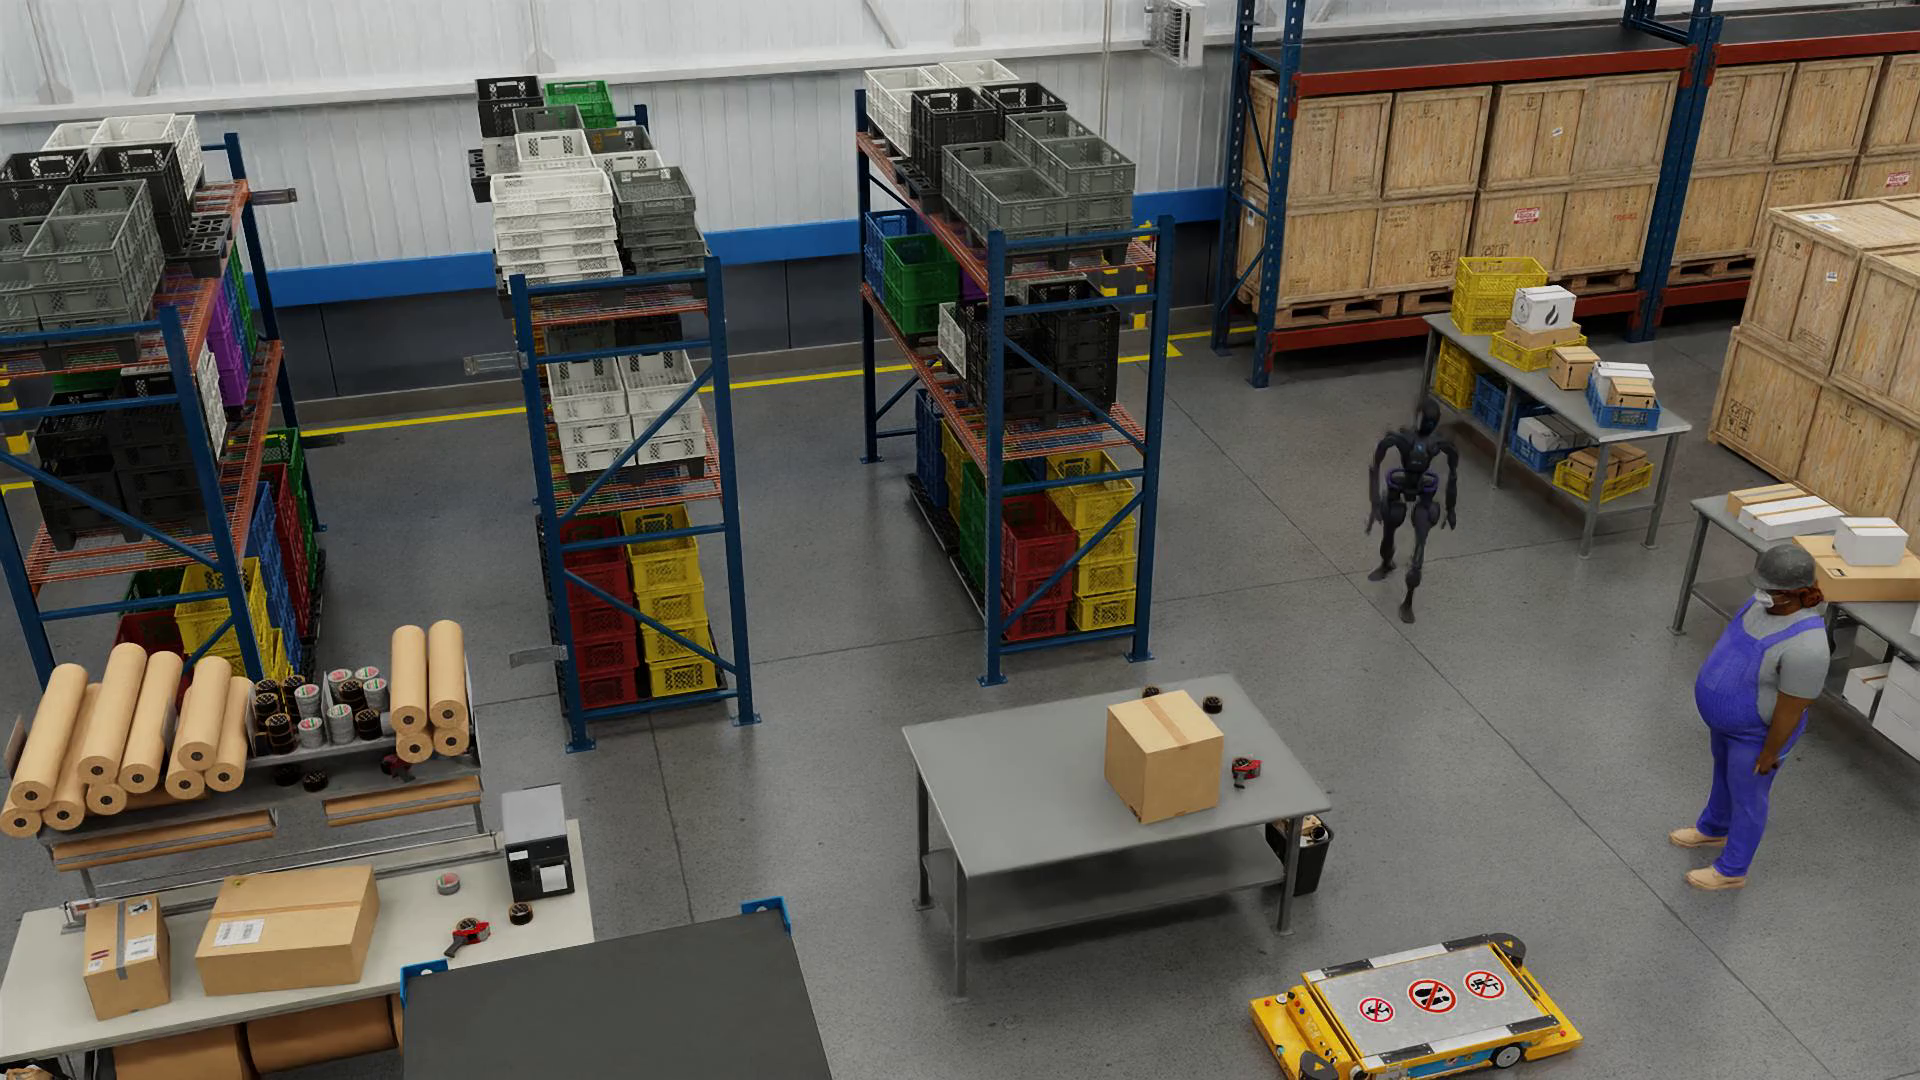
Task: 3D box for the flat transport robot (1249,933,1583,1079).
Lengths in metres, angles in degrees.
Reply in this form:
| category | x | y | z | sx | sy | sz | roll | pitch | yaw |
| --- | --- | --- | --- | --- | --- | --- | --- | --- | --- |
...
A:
| category | x | y | z | sx | sy | sz | roll | pitch | yaw |
| --- | --- | --- | --- | --- | --- | --- | --- | --- | --- |
| flat transport robot | 2.184 | 2.282 | 7.980 | 1.431 | 0.197 | 0.652 | -8 | 30 | -14 |

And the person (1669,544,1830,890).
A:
| category | x | y | z | sx | sy | sz | roll | pitch | yaw |
| --- | --- | --- | --- | --- | --- | --- | --- | --- | --- |
| person | 4.108 | 0.899 | 8.688 | 0.535 | 2.000 | 0.677 | 2 | 29 | 3 |

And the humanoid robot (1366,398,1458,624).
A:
| category | x | y | z | sx | sy | sz | roll | pitch | yaw |
| --- | --- | --- | --- | --- | --- | --- | --- | --- | --- |
| humanoid robot | 3.070 | -0.289 | 11.281 | 0.598 | 1.614 | 0.773 | 9 | 30 | 16 |
